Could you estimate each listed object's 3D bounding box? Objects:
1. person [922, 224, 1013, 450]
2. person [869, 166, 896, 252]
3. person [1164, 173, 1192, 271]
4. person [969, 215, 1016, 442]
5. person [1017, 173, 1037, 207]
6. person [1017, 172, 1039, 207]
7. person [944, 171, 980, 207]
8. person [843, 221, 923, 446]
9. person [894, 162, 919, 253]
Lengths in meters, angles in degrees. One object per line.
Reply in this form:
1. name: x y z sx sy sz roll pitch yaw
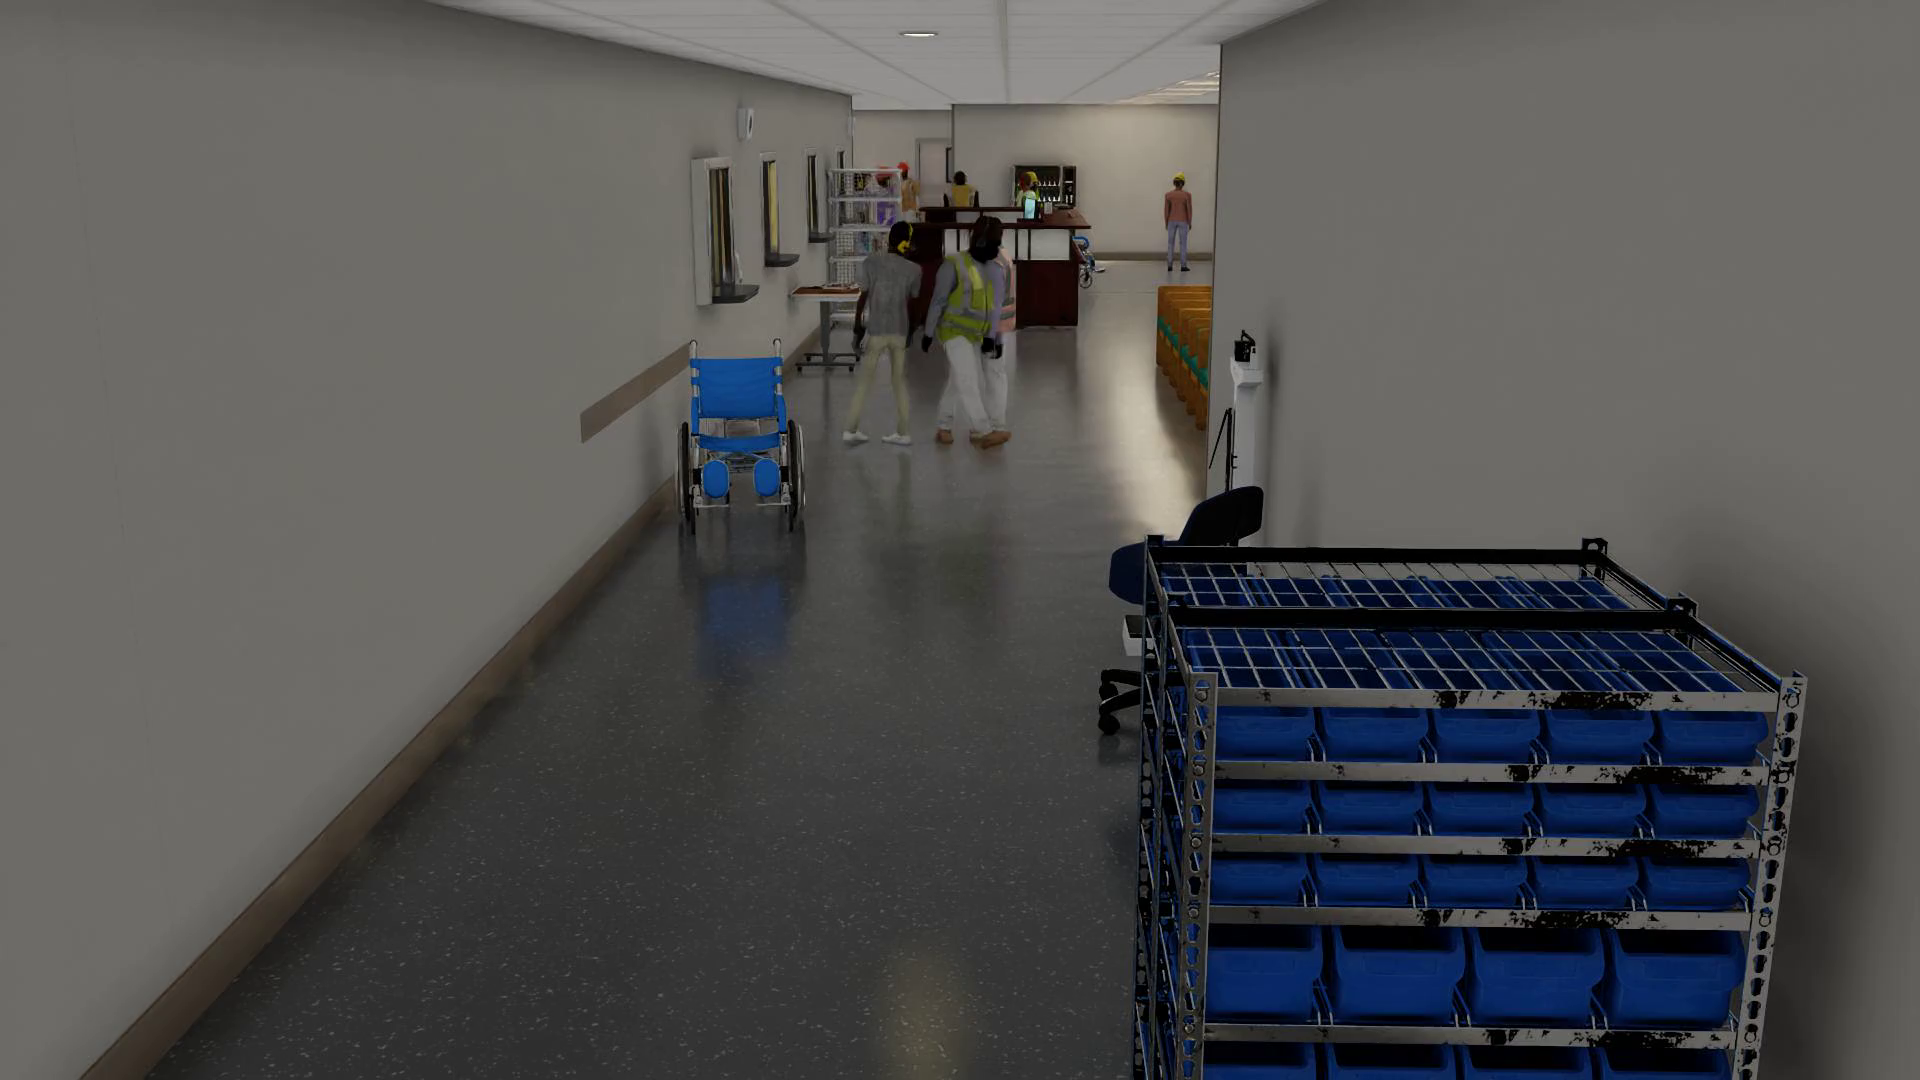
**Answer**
1. person: 0.105 -1.619 13.339 0.906 1.781 0.693 13 19 42
2. person: -1.341 -5.433 28.544 0.663 1.905 0.538 -10 17 -35
3. person: 3.969 -5.769 30.225 0.522 1.763 0.320 6 15 24
4. person: 0.240 -1.721 13.624 0.430 1.845 0.624 1 14 6
5. person: 1.099 -5.010 26.974 0.397 1.840 0.564 3 14 10
6. person: 1.183 -5.395 28.579 0.404 1.826 0.593 -3 14 -14
7. person: 0.035 -5.582 29.343 0.659 1.814 0.641 0 14 2
8. person: -0.622 -1.640 13.368 0.638 1.820 0.391 -2 14 -7
9. person: -1.065 -6.961 34.827 0.555 1.890 0.830 7 16 27
